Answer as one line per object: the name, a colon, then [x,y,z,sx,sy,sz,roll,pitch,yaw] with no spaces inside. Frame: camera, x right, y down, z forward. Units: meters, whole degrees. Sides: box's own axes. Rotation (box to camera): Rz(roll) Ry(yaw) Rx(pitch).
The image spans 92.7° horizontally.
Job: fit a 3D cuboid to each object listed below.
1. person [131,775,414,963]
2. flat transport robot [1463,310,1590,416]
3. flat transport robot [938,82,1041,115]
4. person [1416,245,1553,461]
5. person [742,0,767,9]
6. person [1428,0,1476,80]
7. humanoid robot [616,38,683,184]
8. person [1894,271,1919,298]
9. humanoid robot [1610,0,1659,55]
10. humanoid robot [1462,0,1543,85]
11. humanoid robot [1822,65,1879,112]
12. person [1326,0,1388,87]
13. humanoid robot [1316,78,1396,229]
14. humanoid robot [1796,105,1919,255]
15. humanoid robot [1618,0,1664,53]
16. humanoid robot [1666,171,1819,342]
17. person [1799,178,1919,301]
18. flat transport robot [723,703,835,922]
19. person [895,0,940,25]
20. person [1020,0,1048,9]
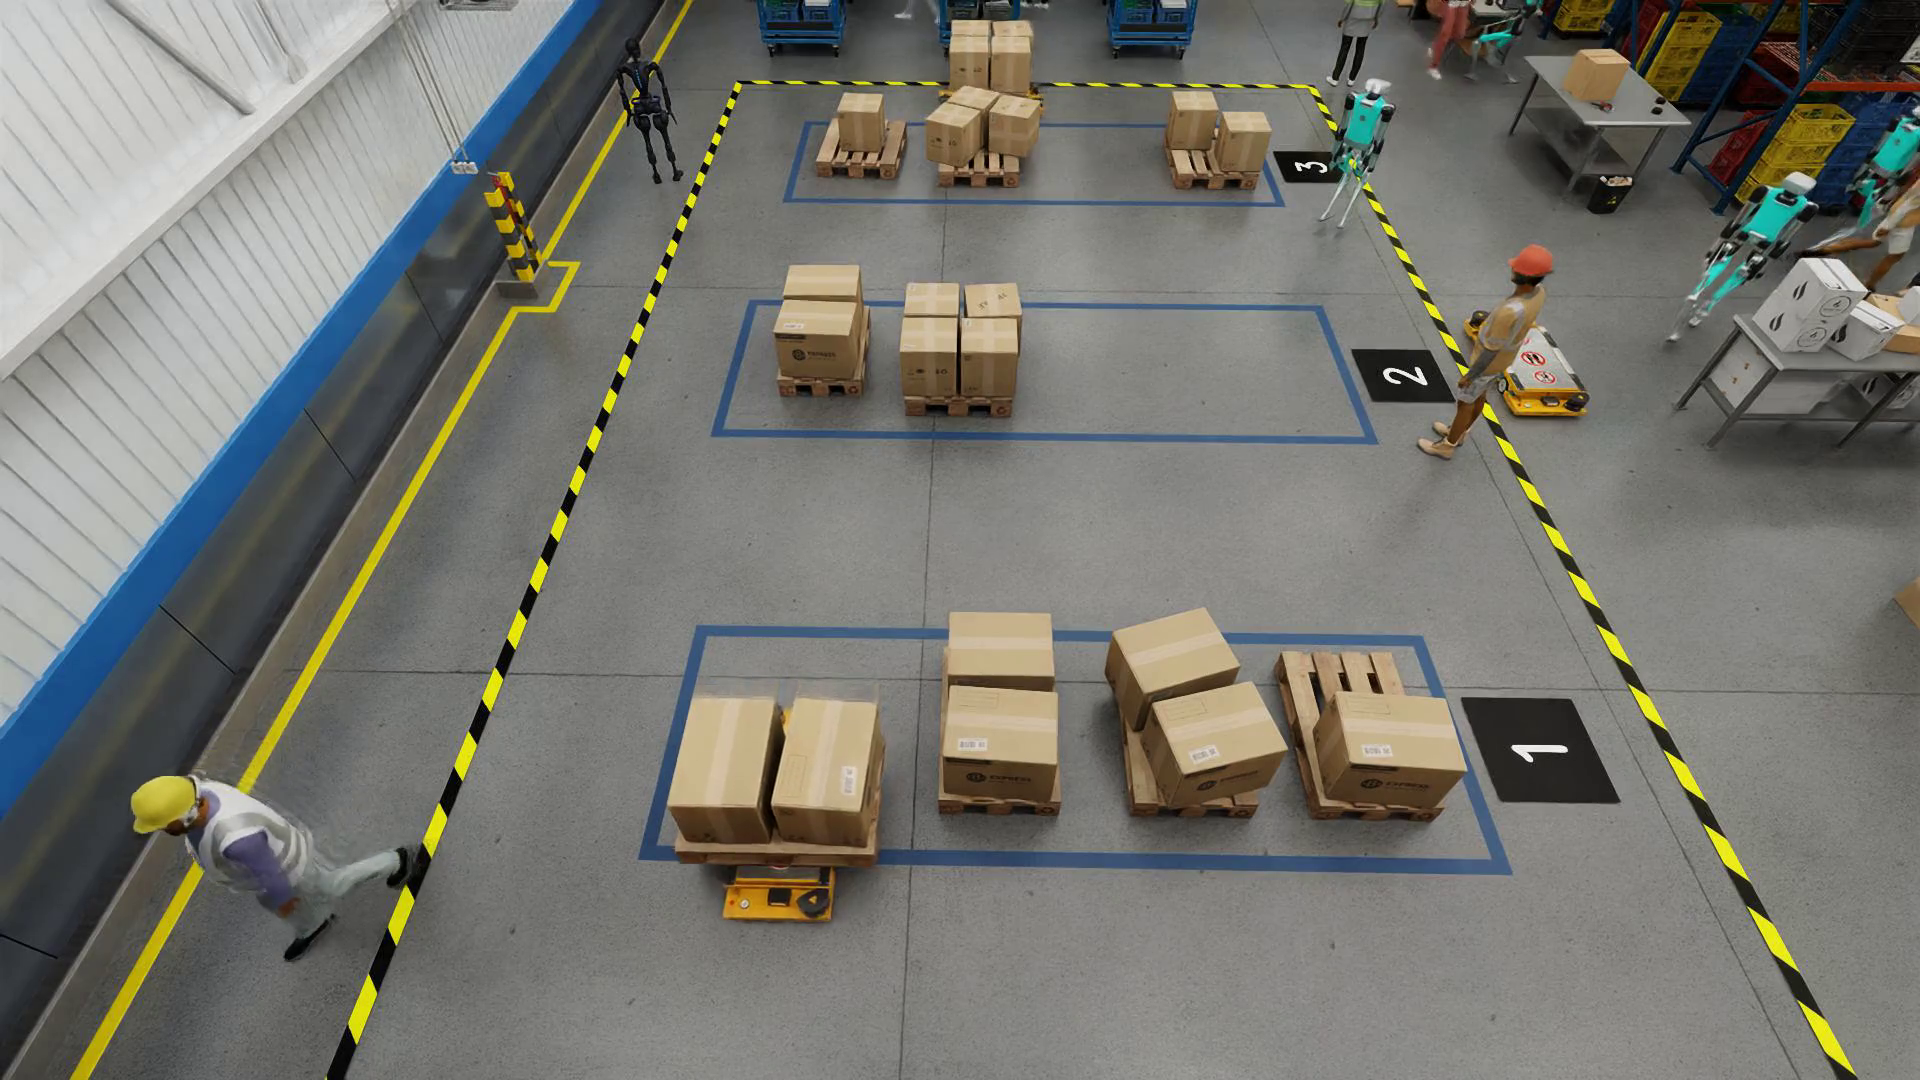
person: [-3.751,1.704,5.044,0.586,1.802,0.793,23,53,19]
flat transport robot: [5.573,-1.757,9.054,0.659,0.231,1.431,1,49,1]
flat transport robot: [0.413,-6.224,12.902,1.431,0.197,0.652,1,49,1]
person: [4.408,-1.524,7.684,0.605,2.038,0.390,-33,57,-25]
person: [-3.513,-9.728,14.817,1.030,1.987,0.627,17,51,14]
person: [7.038,-7.552,12.997,0.636,1.883,0.491,-14,50,-12]
humanoid robot: [-3.763,-5.167,11.067,0.599,1.653,0.315,-8,50,-7]
person: [10.324,-3.196,9.265,0.377,1.834,0.520,-14,51,-12]
humanoid robot: [9.730,-7.554,13.141,0.449,1.652,0.588,1,49,1]
humanoid robot: [7.649,-7.254,12.858,1.013,1.753,0.534,18,51,15]
humanoid robot: [11.562,-6.051,11.841,0.463,1.644,0.601,-3,49,-3]
person: [5.616,-7.345,12.843,0.588,1.852,0.375,2,49,2]
humanoid robot: [4.487,-4.352,10.240,0.533,1.677,0.735,34,57,26]
humanoid robot: [9.994,-3.798,9.869,1.025,1.749,0.554,-4,49,-4]
humanoid robot: [10.273,-7.916,13.466,0.622,1.633,0.610,3,49,3]
humanoid robot: [7.430,-2.597,8.838,1.043,1.760,0.549,-35,58,-27]
person: [9.576,-3.345,9.358,0.892,1.899,0.559,35,58,26]
flat transport robot: [-1.108,1.736,6.012,0.652,0.197,1.431,1,49,1]
person: [-0.627,-9.101,14.398,0.900,1.809,0.562,19,52,15]
person: [1.233,-9.613,14.808,0.403,1.866,0.525,34,57,26]
